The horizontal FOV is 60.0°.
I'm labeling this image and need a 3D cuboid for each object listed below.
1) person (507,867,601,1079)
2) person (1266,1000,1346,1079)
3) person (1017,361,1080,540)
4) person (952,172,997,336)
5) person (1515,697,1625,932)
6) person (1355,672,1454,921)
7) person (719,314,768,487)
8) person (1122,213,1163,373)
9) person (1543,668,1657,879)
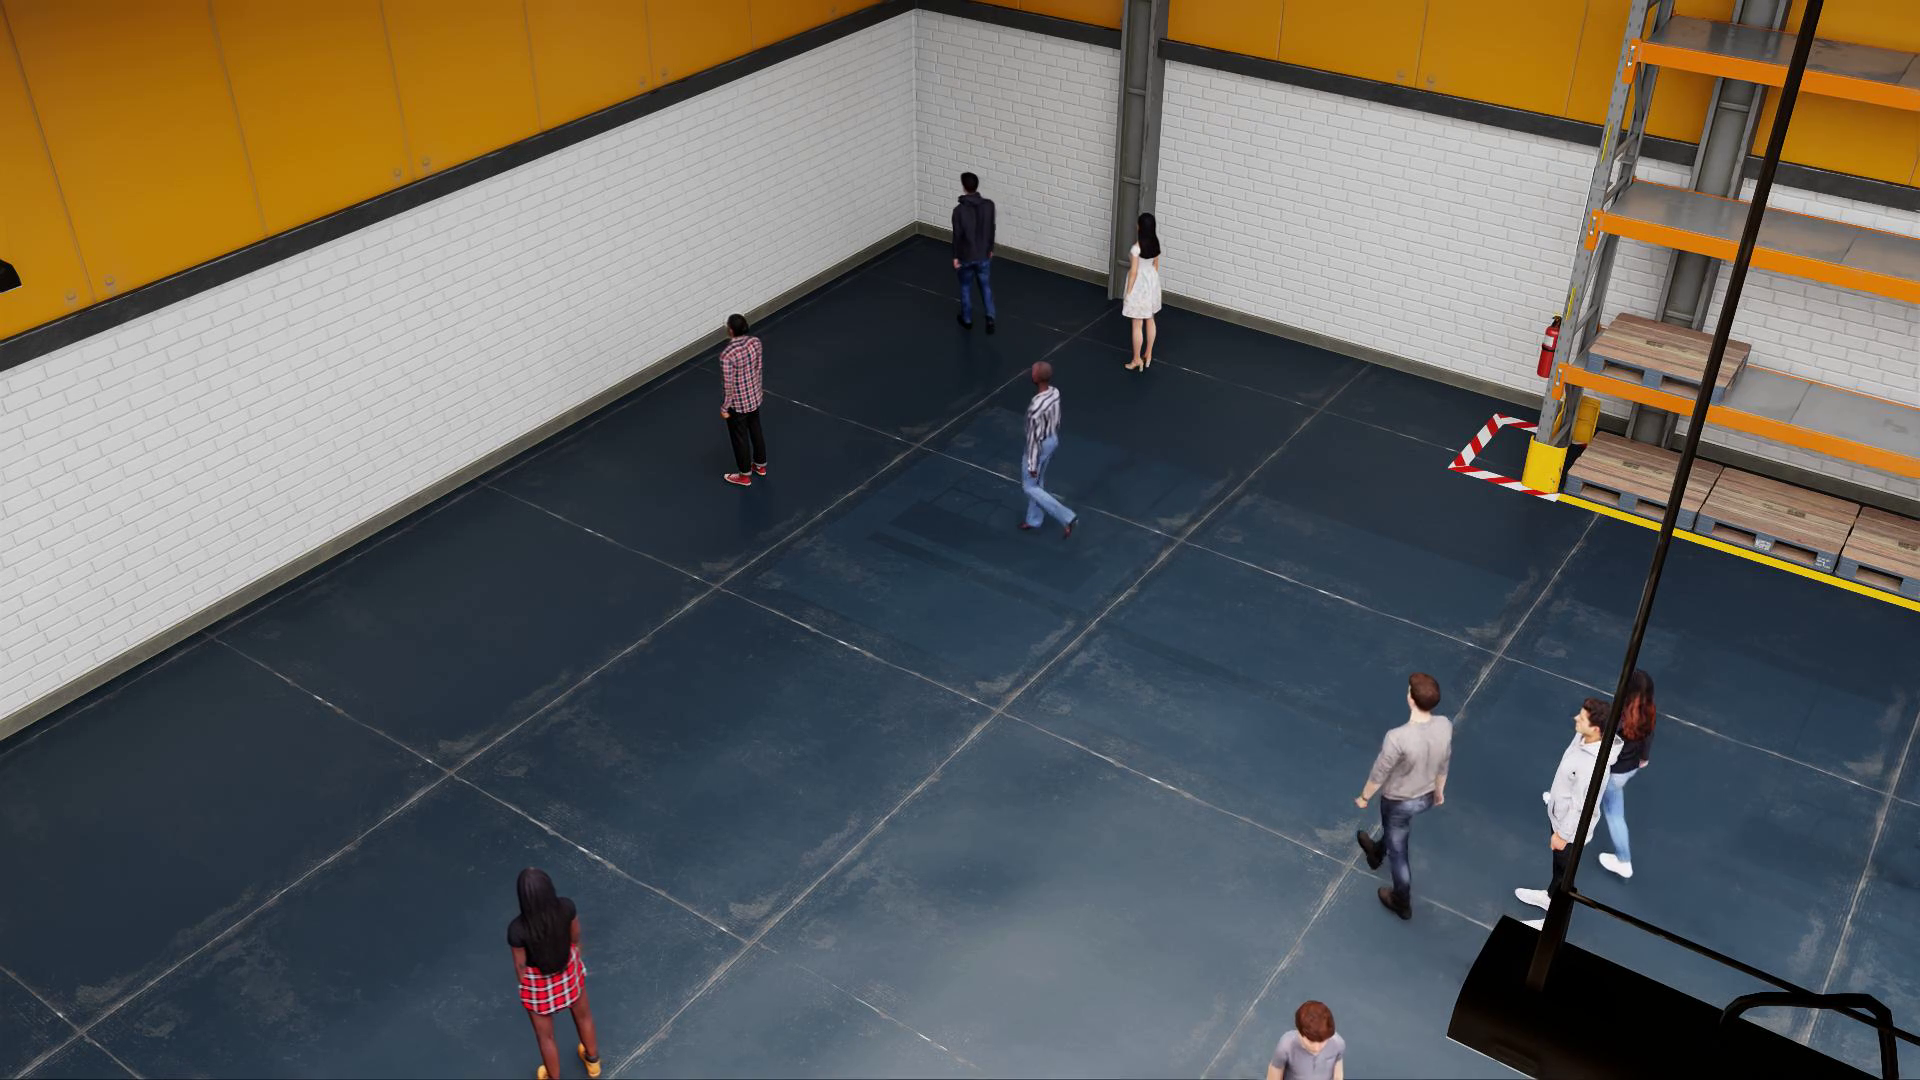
[{"bbox_3d":[-2.401,2.600,9.809,0.641,1.724,0.643,-28,43,-35],"label":"person"},{"bbox_3d":[1.874,3.065,9.189,0.746,1.636,0.811,-2,34,-3],"label":"person"},{"bbox_3d":[0.797,-0.754,14.807,0.904,1.777,0.699,16,37,23],"label":"person"},{"bbox_3d":[0.188,-3.096,18.244,1.007,1.873,1.130,-12,35,-17],"label":"person"},{"bbox_3d":[4.001,1.797,10.831,0.723,1.930,0.753,9,35,13],"label":"person"},{"bbox_3d":[2.999,1.748,10.947,0.999,1.883,1.140,-15,37,-22],"label":"person"},{"bbox_3d":[-2.057,-1.345,15.711,0.568,1.760,0.679,21,39,28],"label":"person"},{"bbox_3d":[1.935,-2.629,17.630,0.726,1.774,0.733,-23,40,-31],"label":"person"},{"bbox_3d":[4.552,1.618,11.410,0.932,1.588,1.188,-19,38,-27],"label":"person"}]
